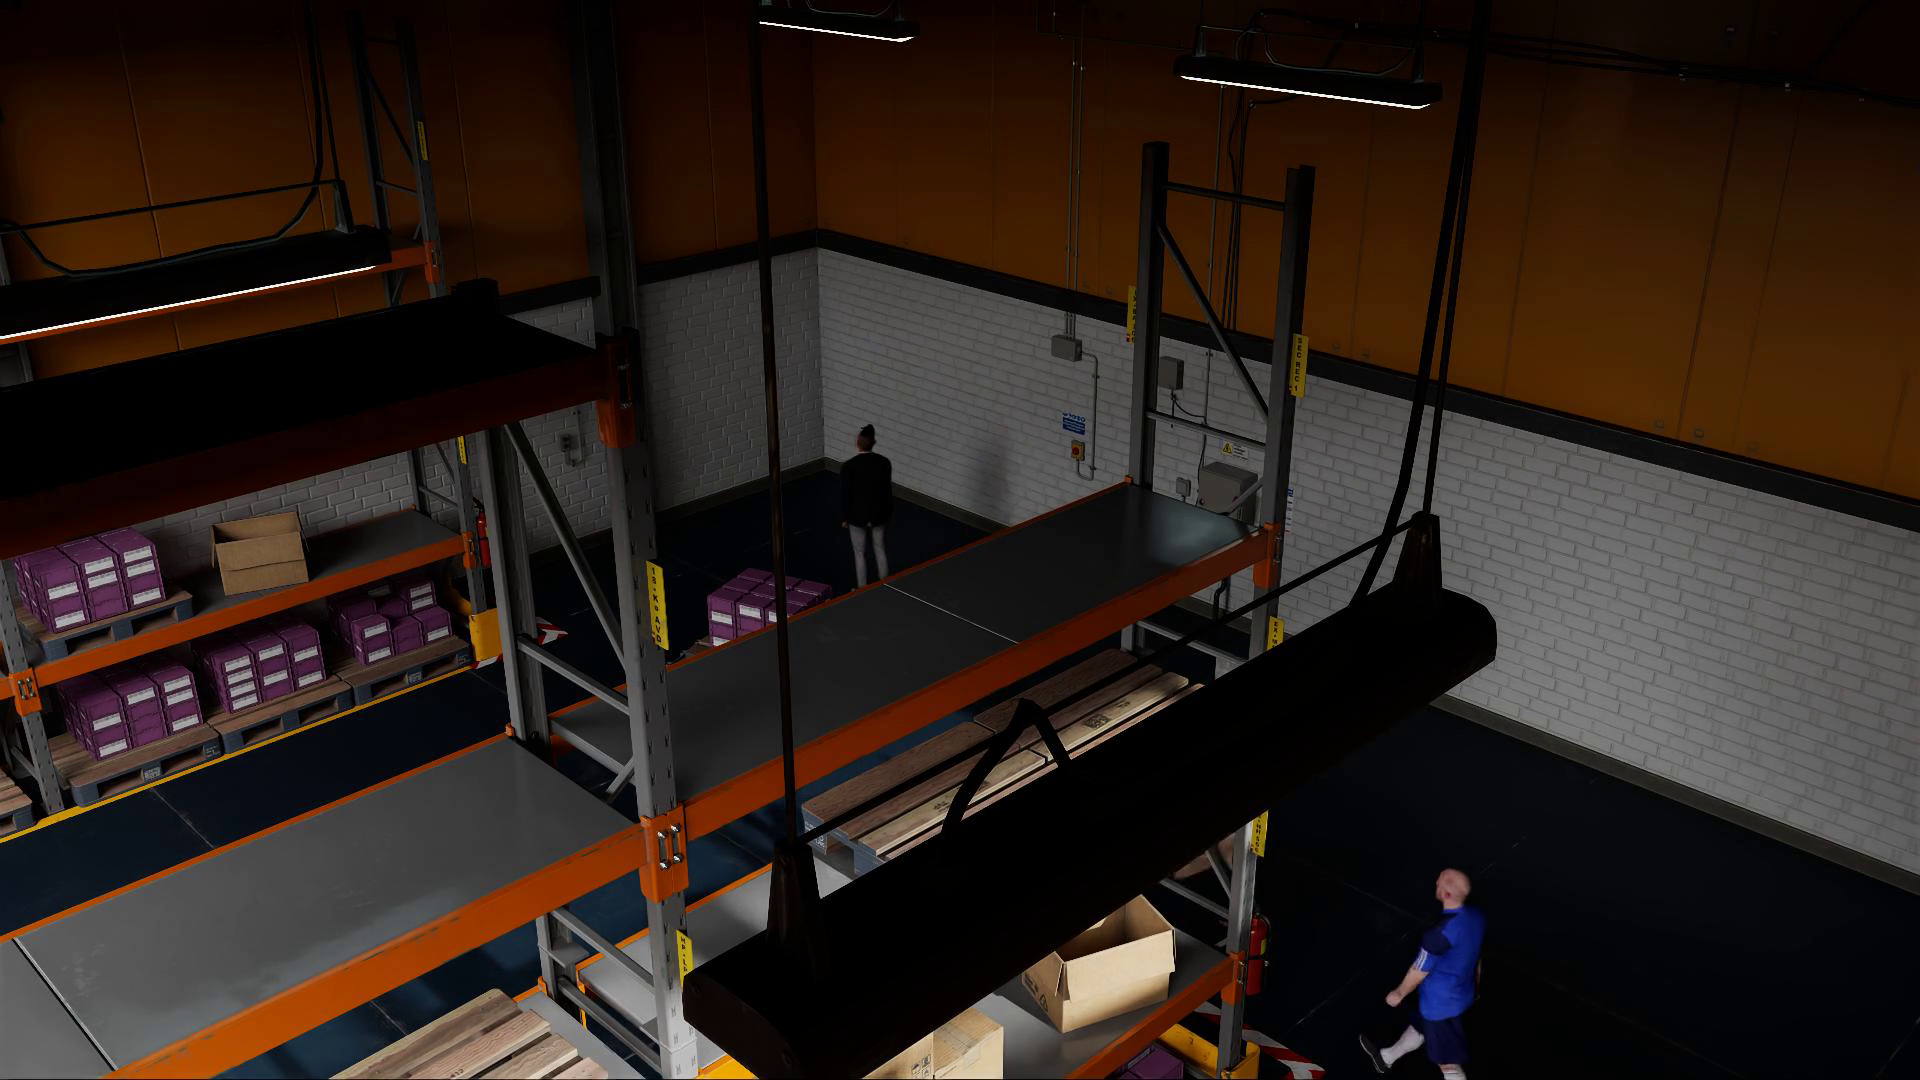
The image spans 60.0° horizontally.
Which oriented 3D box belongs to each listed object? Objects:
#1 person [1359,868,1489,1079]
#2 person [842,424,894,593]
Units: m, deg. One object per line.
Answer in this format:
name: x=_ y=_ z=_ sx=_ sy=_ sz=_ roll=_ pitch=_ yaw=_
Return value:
person: x=3.025 y=2.877 z=10.142 sx=0.769 sy=1.781 sz=1.120 roll=21 pitch=31 yaw=39
person: x=-0.946 y=-0.281 z=17.153 sx=0.704 sy=1.951 sz=0.858 roll=-9 pitch=25 yaw=-19
